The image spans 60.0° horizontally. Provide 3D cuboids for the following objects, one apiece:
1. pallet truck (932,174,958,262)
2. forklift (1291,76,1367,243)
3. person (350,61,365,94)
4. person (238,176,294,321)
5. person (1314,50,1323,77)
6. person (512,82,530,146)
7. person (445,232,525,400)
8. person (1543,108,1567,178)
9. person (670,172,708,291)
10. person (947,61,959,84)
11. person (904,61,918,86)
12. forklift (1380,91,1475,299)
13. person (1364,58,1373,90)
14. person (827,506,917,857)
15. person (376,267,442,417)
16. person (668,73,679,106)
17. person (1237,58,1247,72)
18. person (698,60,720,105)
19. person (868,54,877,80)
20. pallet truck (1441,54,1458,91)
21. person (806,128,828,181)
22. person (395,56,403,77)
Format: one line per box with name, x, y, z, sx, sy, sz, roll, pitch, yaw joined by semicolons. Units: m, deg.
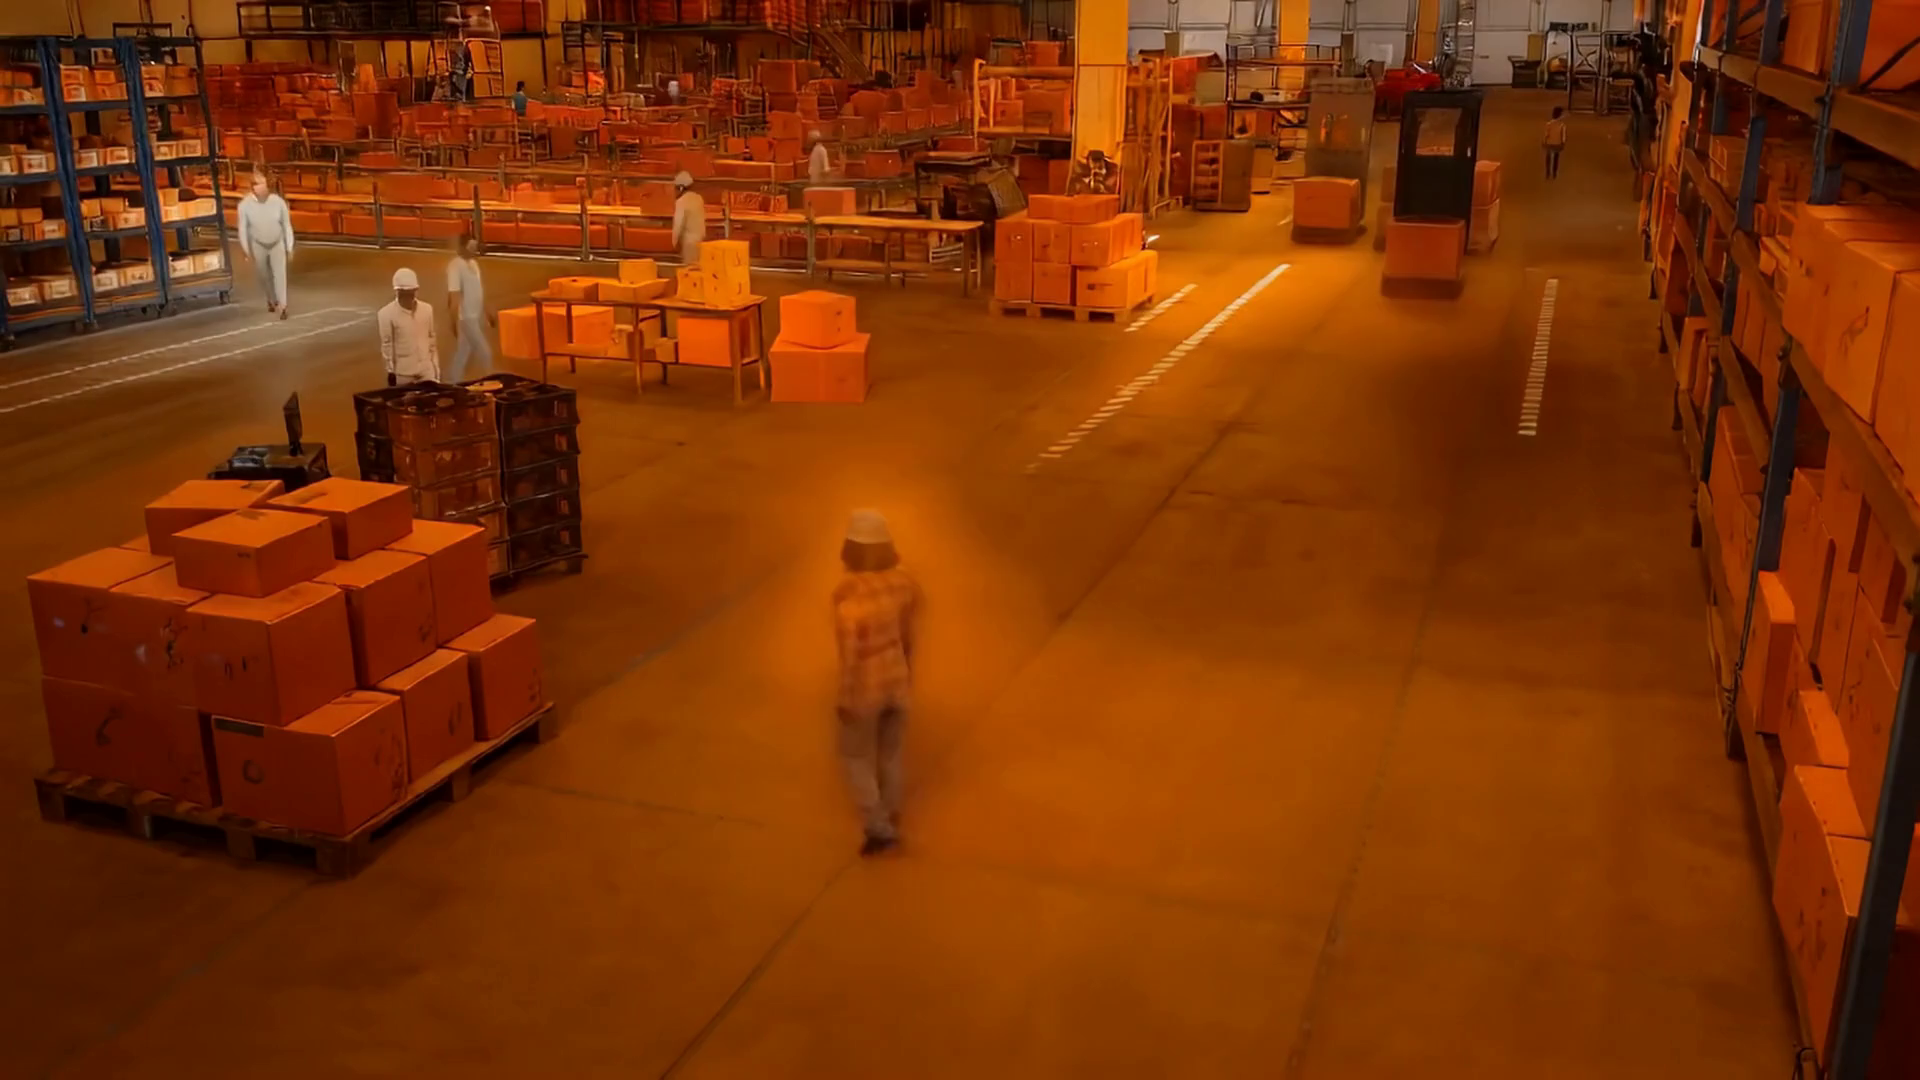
pallet truck;-0.507;-5.292;27.348;0.653;1.274;1.630;6;19;19
forklift;6.598;-6.755;29.381;1.129;2.768;1.873;6;19;19
person;-25.666;-19.438;70.880;0.575;1.890;0.439;-5;18;-15
person;-9.188;-3.887;22.043;0.662;1.861;1.005;-7;19;-21
person;18.510;-24.317;85.997;0.376;1.995;0.612;17;24;42
person;-13.191;-12.809;50.045;0.532;1.869;0.311;-2;18;-8
person;-4.905;-2.227;16.914;0.970;1.787;0.594;1;18;2
person;14.459;-9.654;40.467;0.533;1.662;0.824;7;19;20
person;-3.826;-4.196;23.115;0.929;1.779;0.617;6;19;18
person;-0.316;-18.767;68.673;0.448;1.922;0.658;16;24;42
person;-1.959;-17.817;65.499;0.537;2.000;0.674;7;19;20
forklift;6.753;-4.975;23.789;1.129;2.768;1.873;6;19;19
person;19.246;-21.829;78.482;1.038;1.808;0.504;-8;19;-23
person;-0.400;0.688;7.861;0.484;1.735;0.400;-13;22;-34
person;-4.902;-1.564;14.897;0.326;1.752;0.561;13;22;35
person;-10.409;-16.167;60.795;0.687;1.751;0.533;11;21;31
person;14.804;-24.641;87.265;0.634;1.841;0.429;-10;20;-28
person;-10.947;-19.850;72.146;1.035;1.879;0.553;2;18;6
person;-3.933;-20.947;75.342;0.395;2.039;0.606;5;18;15
pallet truck;22.765;-21.886;78.355;0.823;1.965;1.885;-4;18;-14
person;-2.586;-6.551;30.358;1.034;1.898;0.614;2;18;7
person;-25.608;-21.139;76.122;0.366;1.926;0.594;-7;19;-21
